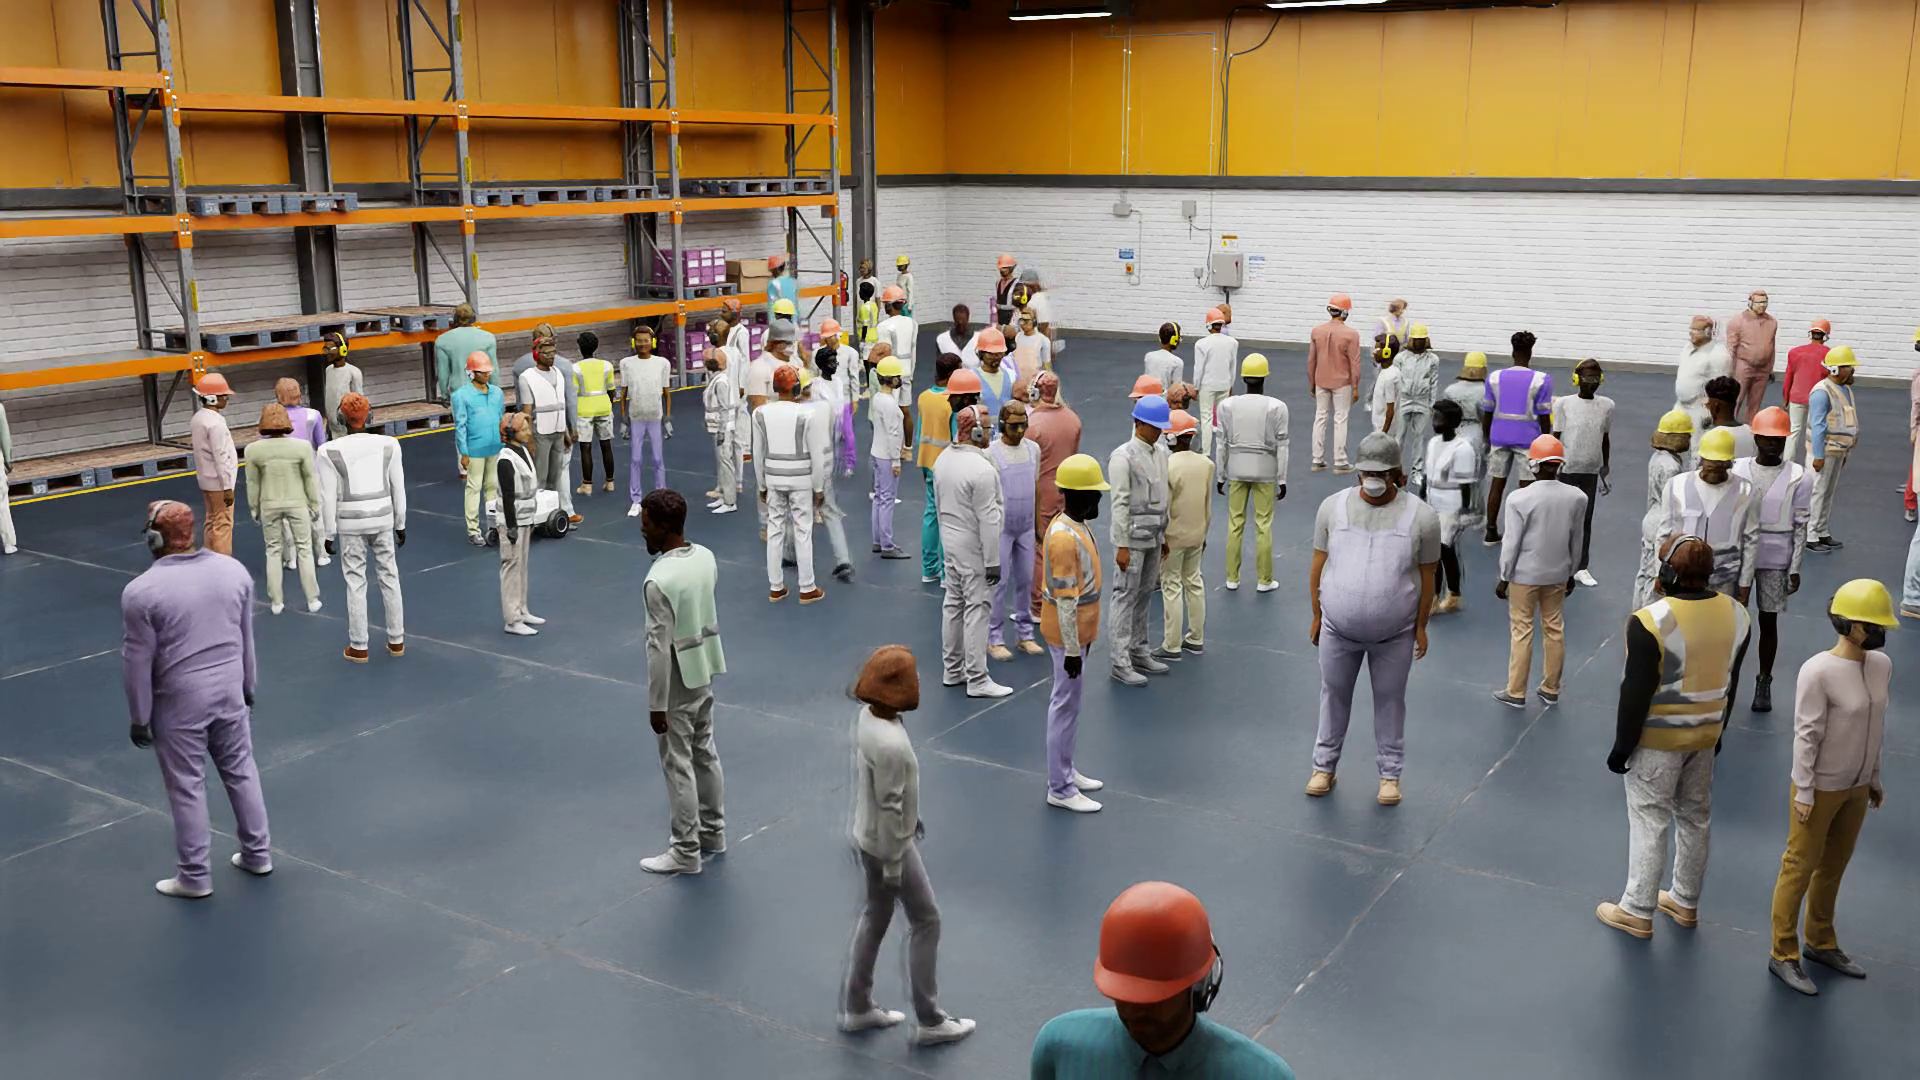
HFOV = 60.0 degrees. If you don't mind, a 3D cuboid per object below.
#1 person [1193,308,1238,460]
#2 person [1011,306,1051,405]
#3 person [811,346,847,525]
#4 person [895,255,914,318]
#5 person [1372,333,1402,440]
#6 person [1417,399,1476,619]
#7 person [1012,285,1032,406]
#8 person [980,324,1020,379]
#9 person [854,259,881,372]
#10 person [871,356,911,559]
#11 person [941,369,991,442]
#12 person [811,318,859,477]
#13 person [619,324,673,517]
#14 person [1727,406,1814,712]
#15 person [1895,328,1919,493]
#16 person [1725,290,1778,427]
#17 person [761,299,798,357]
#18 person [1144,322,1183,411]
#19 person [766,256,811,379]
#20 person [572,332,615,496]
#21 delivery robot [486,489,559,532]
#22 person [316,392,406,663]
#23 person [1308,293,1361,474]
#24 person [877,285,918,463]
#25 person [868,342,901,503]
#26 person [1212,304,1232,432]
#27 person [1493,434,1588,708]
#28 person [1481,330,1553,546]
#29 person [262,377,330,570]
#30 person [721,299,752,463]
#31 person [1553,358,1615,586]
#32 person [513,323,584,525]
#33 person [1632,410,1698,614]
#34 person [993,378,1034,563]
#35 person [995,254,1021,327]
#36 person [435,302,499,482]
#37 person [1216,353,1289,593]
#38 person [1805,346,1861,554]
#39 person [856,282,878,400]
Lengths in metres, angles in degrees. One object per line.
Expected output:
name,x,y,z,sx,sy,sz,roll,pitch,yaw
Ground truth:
person,2.926,-1.792,19.205,0.562,1.752,0.324,-6,14,-24
person,0.755,-1.663,18.446,0.504,1.847,0.345,8,15,30
person,-1.278,-1.005,15.918,0.322,1.697,0.536,7,15,29
person,-0.997,-4.167,29.507,0.340,1.761,0.524,-7,15,-28
person,3.917,-0.984,15.448,0.329,1.872,0.507,3,13,13
person,3.612,-0.230,12.602,0.637,1.671,0.553,-3,13,-13
person,0.785,-2.297,21.131,0.320,1.876,0.533,3,13,12
person,0.418,-1.232,16.612,0.429,1.837,0.629,5,14,20
person,-1.509,-3.615,26.918,0.507,1.846,0.345,9,16,34
person,-0.617,-0.720,14.531,0.311,1.768,0.522,-4,14,-17
person,0.046,-0.303,12.348,0.374,1.935,0.552,-1,13,-5
person,-1.380,-1.557,18.221,0.574,1.738,0.354,4,14,16
person,-3.057,-1.160,16.204,0.514,1.876,0.328,-2,13,-10
person,5.032,0.117,10.510,0.551,1.941,0.340,9,15,33
person,10.001,-1.359,17.315,0.339,1.762,0.525,9,16,35
person,9.488,-2.038,19.939,0.653,1.906,0.405,-2,13,-9
person,-1.969,-1.724,18.557,0.396,1.919,0.586,-12,17,-41
person,2.041,-1.248,16.640,0.337,1.856,0.524,-11,17,-40
person,-2.747,-3.385,25.704,0.688,1.955,1.170,-12,18,-42
person,-3.812,-1.303,17.211,0.532,1.697,0.319,-9,16,-35
delivery robot,-3.981,-0.295,15.134,0.477,0.478,0.707,6,14,24
person,-4.122,-0.085,11.522,0.574,1.883,0.355,-9,16,-34
person,4.158,-1.736,18.436,0.625,1.992,0.389,12,17,41
person,-0.746,-1.855,18.847,0.374,2.043,0.613,10,16,37
person,-0.784,-1.187,16.848,0.280,1.633,0.500,-4,14,-17
person,3.325,-2.191,21.200,0.278,1.634,0.498,-1,13,-6
person,3.672,0.196,10.582,0.572,1.750,0.330,-3,13,-13
person,4.963,-0.890,14.858,0.608,1.958,0.373,10,16,36
person,-5.618,-0.558,14.100,0.511,1.644,0.307,-6,14,-24
person,-2.576,-1.812,19.016,0.356,1.883,0.572,-6,14,-26
person,5.051,-0.548,13.549,0.532,1.876,0.321,0,13,-1
person,-3.885,-1.082,15.724,0.630,1.940,0.373,4,13,15
person,4.942,-0.046,11.658,0.294,1.744,0.484,2,13,9
person,0.465,-0.603,14.391,0.573,1.596,0.688,-6,14,-24
person,0.704,-3.262,24.967,0.394,2.036,0.606,-9,16,-34
person,-5.284,-1.586,17.910,0.628,1.940,0.377,-3,13,-14
person,2.343,-0.532,13.355,0.585,1.930,0.364,5,14,21
person,7.717,-0.804,14.740,0.590,1.837,0.403,-12,18,-43
person,-1.339,-2.881,24.059,0.317,1.696,0.538,3,13,12
